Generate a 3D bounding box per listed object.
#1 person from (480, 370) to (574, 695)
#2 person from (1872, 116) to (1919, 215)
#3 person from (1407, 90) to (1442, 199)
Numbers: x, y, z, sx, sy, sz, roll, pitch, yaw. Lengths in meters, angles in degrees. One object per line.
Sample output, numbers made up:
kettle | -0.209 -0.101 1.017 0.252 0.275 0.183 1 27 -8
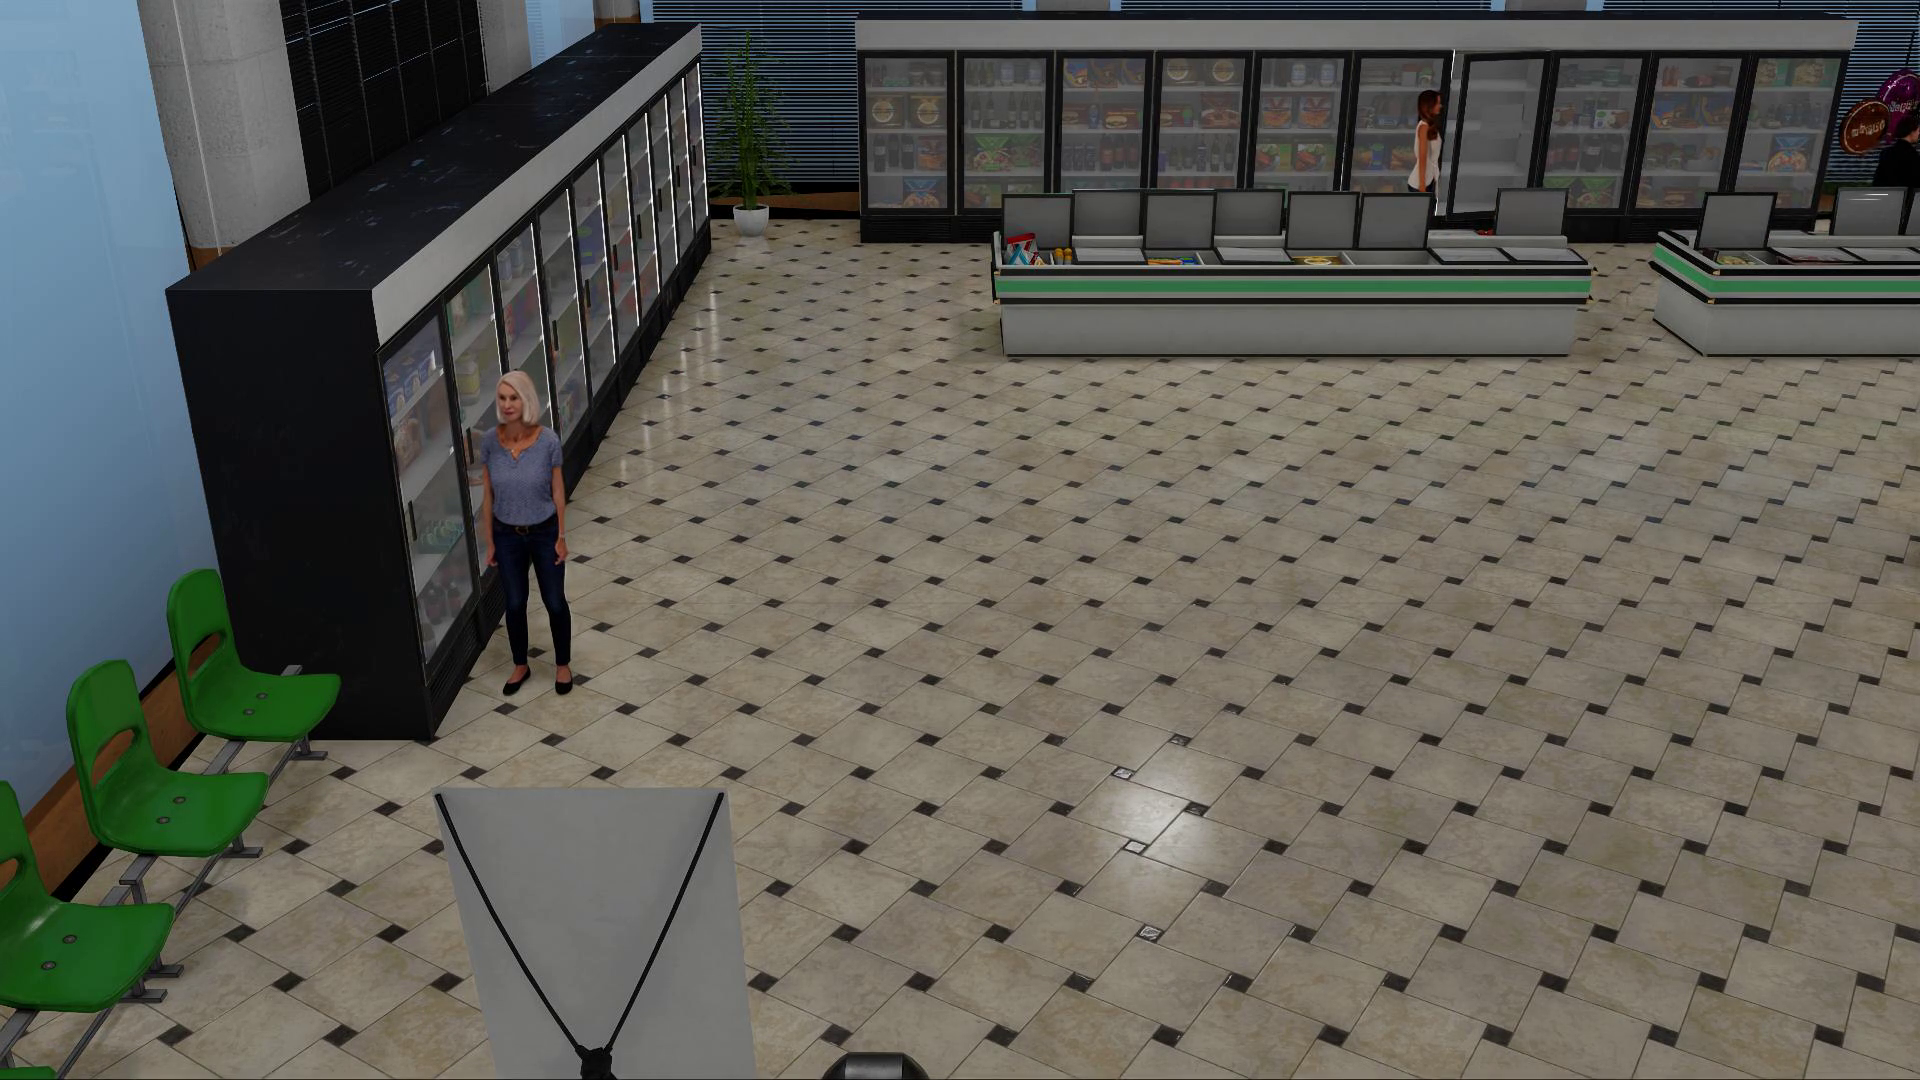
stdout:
person | -2.208 -0.037 8.500 0.435 1.722 0.631 0 24 -1
person | 8.483 -3.016 15.376 1.123 1.669 0.706 -2 24 -5
person | 4.533 -3.517 16.377 0.660 1.784 0.670 10 26 22
